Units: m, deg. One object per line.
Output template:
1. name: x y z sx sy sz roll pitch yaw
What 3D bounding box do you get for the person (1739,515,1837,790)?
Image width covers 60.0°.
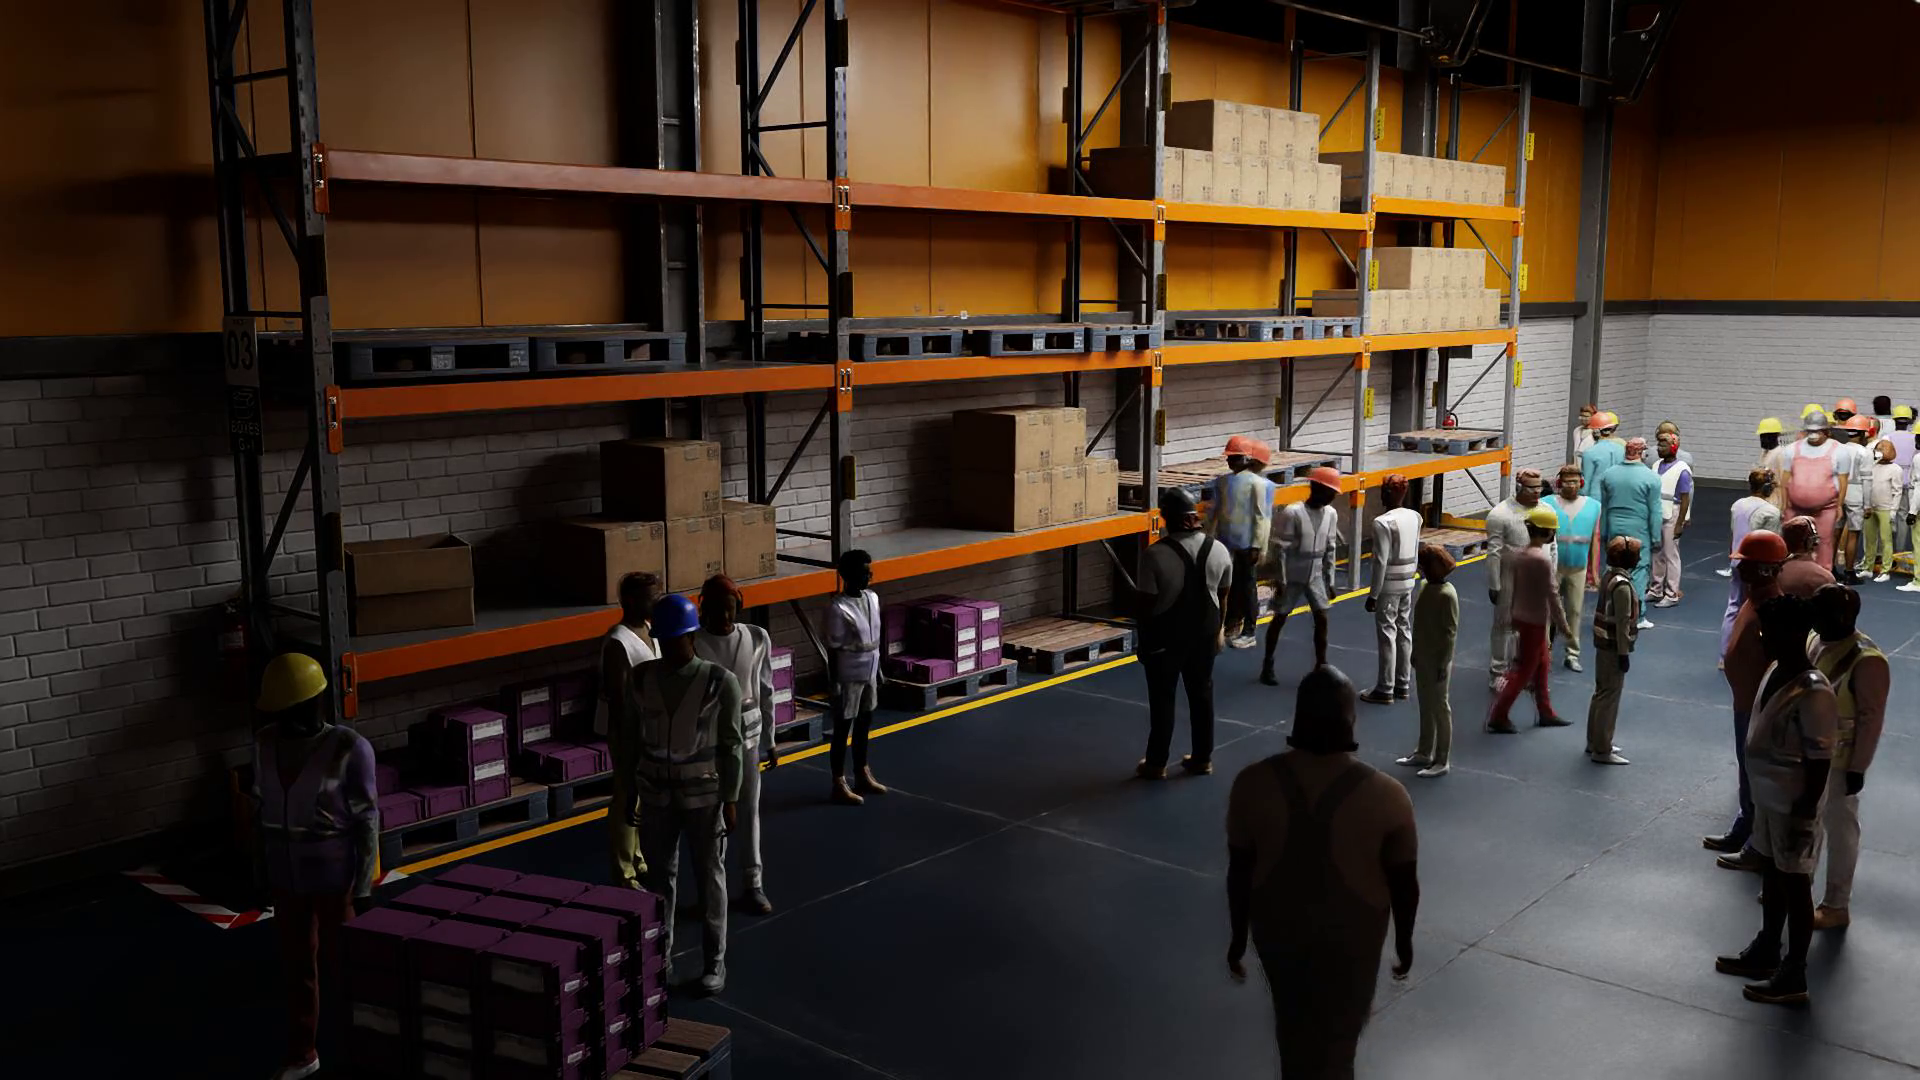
1. person: 5.490 0.782 11.014 0.394 1.899 0.642 -5 10 -29

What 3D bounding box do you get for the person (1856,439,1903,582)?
1. person: 10.539 -0.340 19.072 0.280 1.636 0.502 -3 9 -19

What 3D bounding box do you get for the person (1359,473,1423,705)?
1. person: 3.508 0.396 13.531 0.575 1.883 0.355 -8 12 -42

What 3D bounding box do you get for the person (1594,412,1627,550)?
1. person: 8.284 -0.755 21.331 0.312 1.769 0.522 -6 10 -33

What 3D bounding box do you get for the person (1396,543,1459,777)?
1. person: 3.276 0.825 11.566 0.282 1.633 0.499 -2 9 -10

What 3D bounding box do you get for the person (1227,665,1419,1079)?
1. person: 1.387 1.431 6.349 0.695 2.000 1.011 4 10 23

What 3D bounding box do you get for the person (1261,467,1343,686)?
1. person: 2.907 0.321 14.008 0.589 1.877 0.742 -3 9 -21

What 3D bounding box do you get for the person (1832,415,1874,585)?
1. person: 10.101 -0.452 18.867 0.387 1.929 0.544 -4 10 -24

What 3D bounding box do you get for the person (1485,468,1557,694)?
1. person: 4.671 0.347 13.805 0.644 1.900 0.399 -2 9 -16

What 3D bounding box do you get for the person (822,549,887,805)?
1. person: -0.698 0.891 10.967 0.319 1.690 0.531 6 10 32

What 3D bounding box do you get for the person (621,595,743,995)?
1. person: -1.343 1.219 8.018 0.605 1.948 0.391 1 9 10

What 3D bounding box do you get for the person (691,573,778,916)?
1. person: -1.272 1.106 8.978 0.585 1.879 0.363 -4 10 -26

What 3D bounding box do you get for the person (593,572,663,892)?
1. person: -1.821 1.083 9.244 0.396 1.837 0.565 1 9 5

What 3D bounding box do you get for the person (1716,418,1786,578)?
1. person: 9.287 -0.466 19.174 0.968 1.864 0.608 1 9 8

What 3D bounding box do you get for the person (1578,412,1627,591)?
1. person: 7.119 -0.427 18.508 0.614 1.989 0.403 -4 10 -24

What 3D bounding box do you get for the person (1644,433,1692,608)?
1. person: 7.461 -0.210 17.553 0.381 1.845 0.570 -2 9 -12

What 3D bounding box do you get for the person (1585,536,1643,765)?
1. person: 4.674 0.780 11.864 0.312 1.632 0.514 2 9 11

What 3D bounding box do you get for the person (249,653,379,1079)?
1. person: -2.707 1.402 6.936 0.585 1.917 0.381 2 9 15

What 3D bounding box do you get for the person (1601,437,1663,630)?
1. person: 6.666 -0.070 16.508 0.398 1.898 0.647 -6 11 -34

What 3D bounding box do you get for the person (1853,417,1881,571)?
1. person: 10.823 -0.544 19.751 0.380 1.836 0.565 5 10 27

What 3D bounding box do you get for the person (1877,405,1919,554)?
1. person: 11.547 -0.701 20.520 0.587 1.913 0.396 2 9 14

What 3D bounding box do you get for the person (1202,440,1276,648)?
1. person: 2.602 0.032 15.694 0.731 1.954 1.092 4 9 22

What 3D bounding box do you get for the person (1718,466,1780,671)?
1. person: 6.894 0.275 14.477 0.350 1.837 0.502 -3 9 -19

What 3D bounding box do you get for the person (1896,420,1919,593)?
1. person: 10.634 -0.379 18.387 0.591 1.926 0.386 -7 11 -37

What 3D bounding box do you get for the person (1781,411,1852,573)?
1. person: 9.393 -0.429 18.346 0.689 2.000 0.535 8 12 43

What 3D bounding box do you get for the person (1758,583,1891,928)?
1. person: 4.611 1.137 8.887 0.430 1.845 0.619 -1 9 -9

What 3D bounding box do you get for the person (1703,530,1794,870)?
1. person: 4.650 0.928 9.737 0.379 1.996 0.611 2 9 13

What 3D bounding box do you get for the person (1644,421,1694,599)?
1. person: 7.603 -0.324 17.988 0.360 1.939 0.635 -9 12 -44

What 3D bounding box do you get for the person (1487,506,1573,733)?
1. person: 4.350 0.610 12.626 0.732 1.745 0.534 0 9 0

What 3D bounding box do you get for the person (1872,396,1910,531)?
1. person: 12.619 -1.017 22.667 0.652 1.885 0.497 0 9 0

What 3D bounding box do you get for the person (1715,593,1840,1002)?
1. person: 3.938 1.221 7.959 0.372 1.961 0.601 1 9 6

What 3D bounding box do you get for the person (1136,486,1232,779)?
1. person: 1.509 0.627 11.532 0.681 2.000 0.535 -3 9 -19

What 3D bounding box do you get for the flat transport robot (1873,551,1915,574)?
1. flat transport robot: 11.388 0.316 19.223 0.652 0.197 1.431 -5 10 -32

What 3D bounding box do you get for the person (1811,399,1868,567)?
1. person: 10.610 -0.692 20.093 0.615 2.029 0.409 6 10 32

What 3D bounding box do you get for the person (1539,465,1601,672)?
1. person: 5.314 0.244 14.639 0.570 1.840 0.373 1 9 7

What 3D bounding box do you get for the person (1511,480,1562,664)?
1. person: 5.140 0.297 14.797 0.432 1.682 0.538 -5 10 -30

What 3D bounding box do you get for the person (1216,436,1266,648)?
1. person: 2.610 0.014 15.634 0.378 1.995 0.609 -5 10 -31
